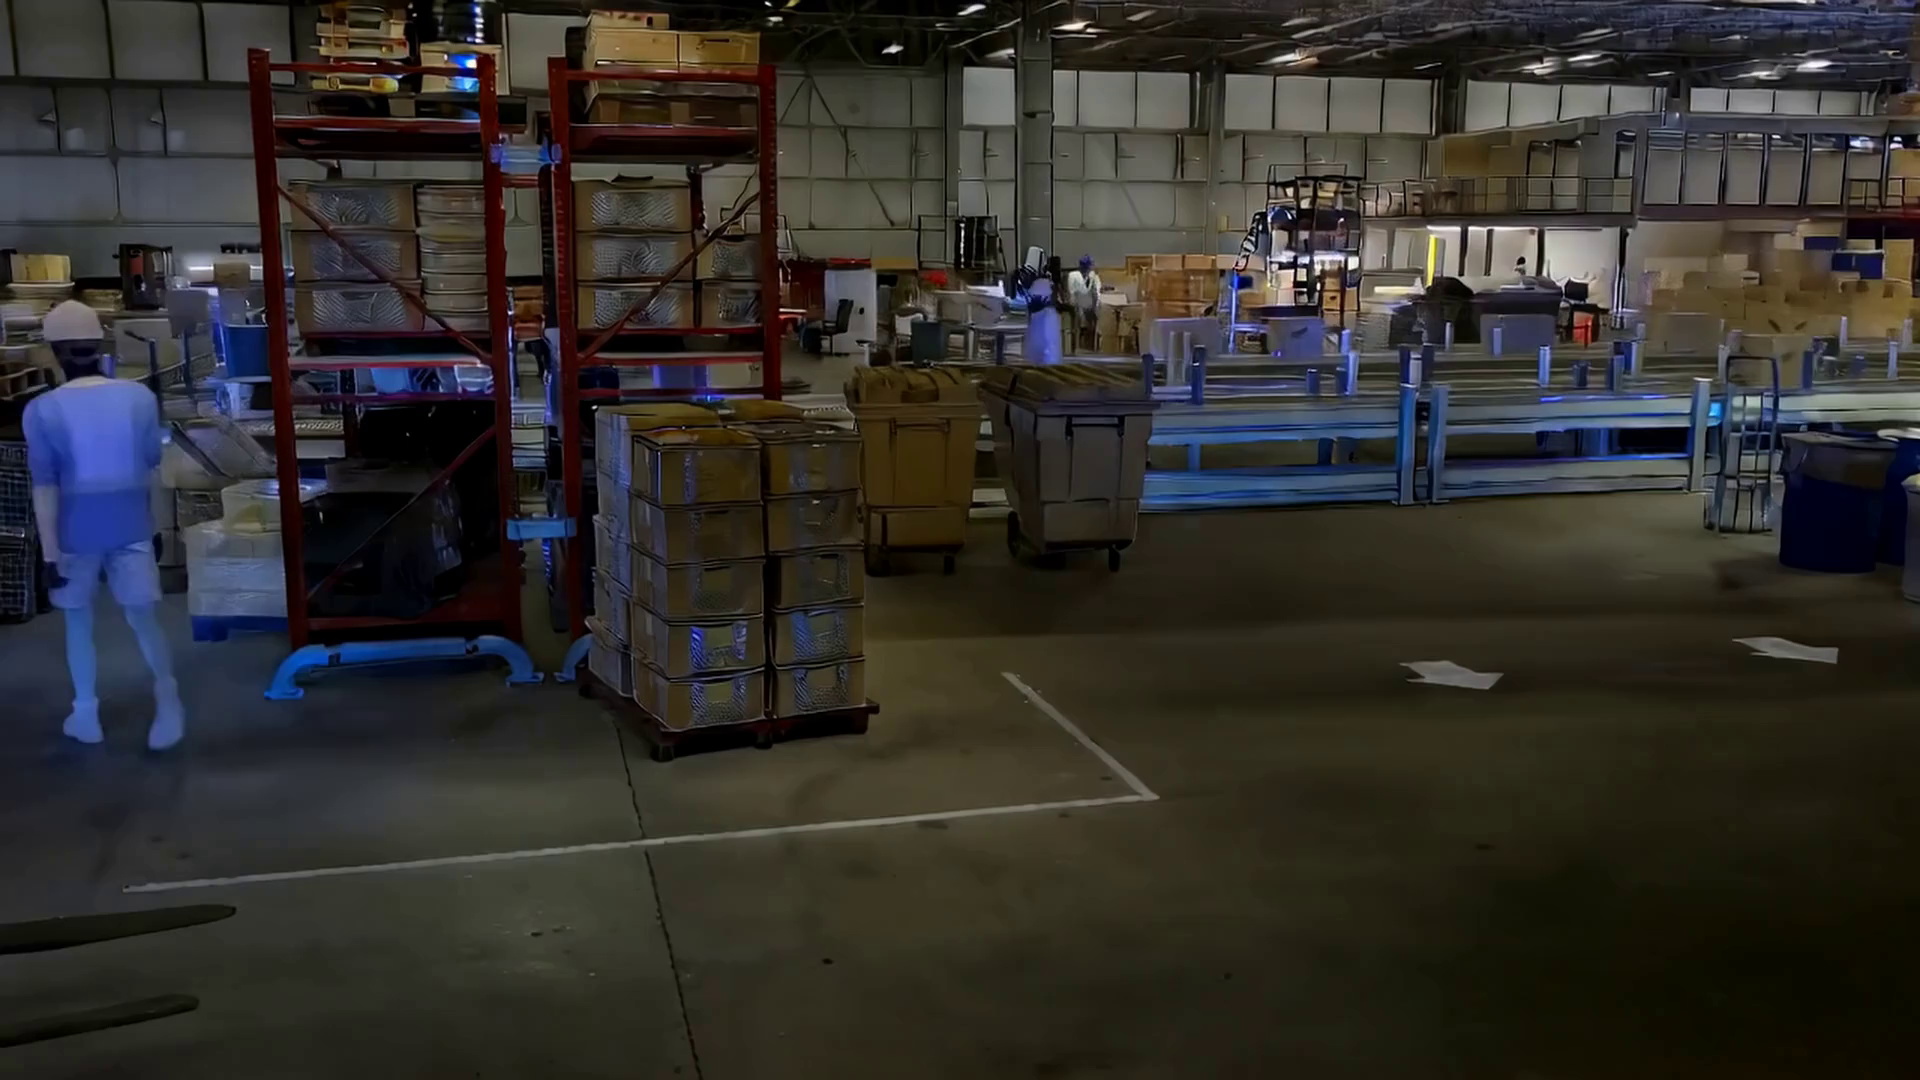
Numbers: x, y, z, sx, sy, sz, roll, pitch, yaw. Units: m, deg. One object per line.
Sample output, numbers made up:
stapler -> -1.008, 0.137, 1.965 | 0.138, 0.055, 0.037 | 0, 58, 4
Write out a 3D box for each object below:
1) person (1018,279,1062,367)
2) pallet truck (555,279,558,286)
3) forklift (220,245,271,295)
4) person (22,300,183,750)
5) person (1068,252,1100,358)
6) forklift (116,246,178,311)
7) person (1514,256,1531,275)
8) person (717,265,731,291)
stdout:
person -> 0.793, -1.824, 17.382 | 0.929, 1.781, 0.590 | -2, 10, -10
pallet truck -> -10.604, -6.375, 44.520 | 0.653, 1.274, 1.630 | -3, 10, -15
forklift -> -17.749, -6.334, 41.440 | 1.157, 1.987, 2.680 | -3, 10, -17
person -> -3.582, -0.046, 6.972 | 0.558, 1.906, 0.803 | -10, 14, -43
person -> 2.306, -4.367, 31.119 | 0.617, 2.029, 0.558 | -1, 10, -8
forklift -> -19.966, -6.232, 40.894 | 1.157, 1.987, 2.680 | -3, 10, -15
person -> 16.718, -7.538, 49.566 | 0.506, 1.846, 0.345 | -1, 10, -5
person -> -5.338, -5.385, 37.253 | 0.670, 1.886, 0.656 | 0, 10, -1
